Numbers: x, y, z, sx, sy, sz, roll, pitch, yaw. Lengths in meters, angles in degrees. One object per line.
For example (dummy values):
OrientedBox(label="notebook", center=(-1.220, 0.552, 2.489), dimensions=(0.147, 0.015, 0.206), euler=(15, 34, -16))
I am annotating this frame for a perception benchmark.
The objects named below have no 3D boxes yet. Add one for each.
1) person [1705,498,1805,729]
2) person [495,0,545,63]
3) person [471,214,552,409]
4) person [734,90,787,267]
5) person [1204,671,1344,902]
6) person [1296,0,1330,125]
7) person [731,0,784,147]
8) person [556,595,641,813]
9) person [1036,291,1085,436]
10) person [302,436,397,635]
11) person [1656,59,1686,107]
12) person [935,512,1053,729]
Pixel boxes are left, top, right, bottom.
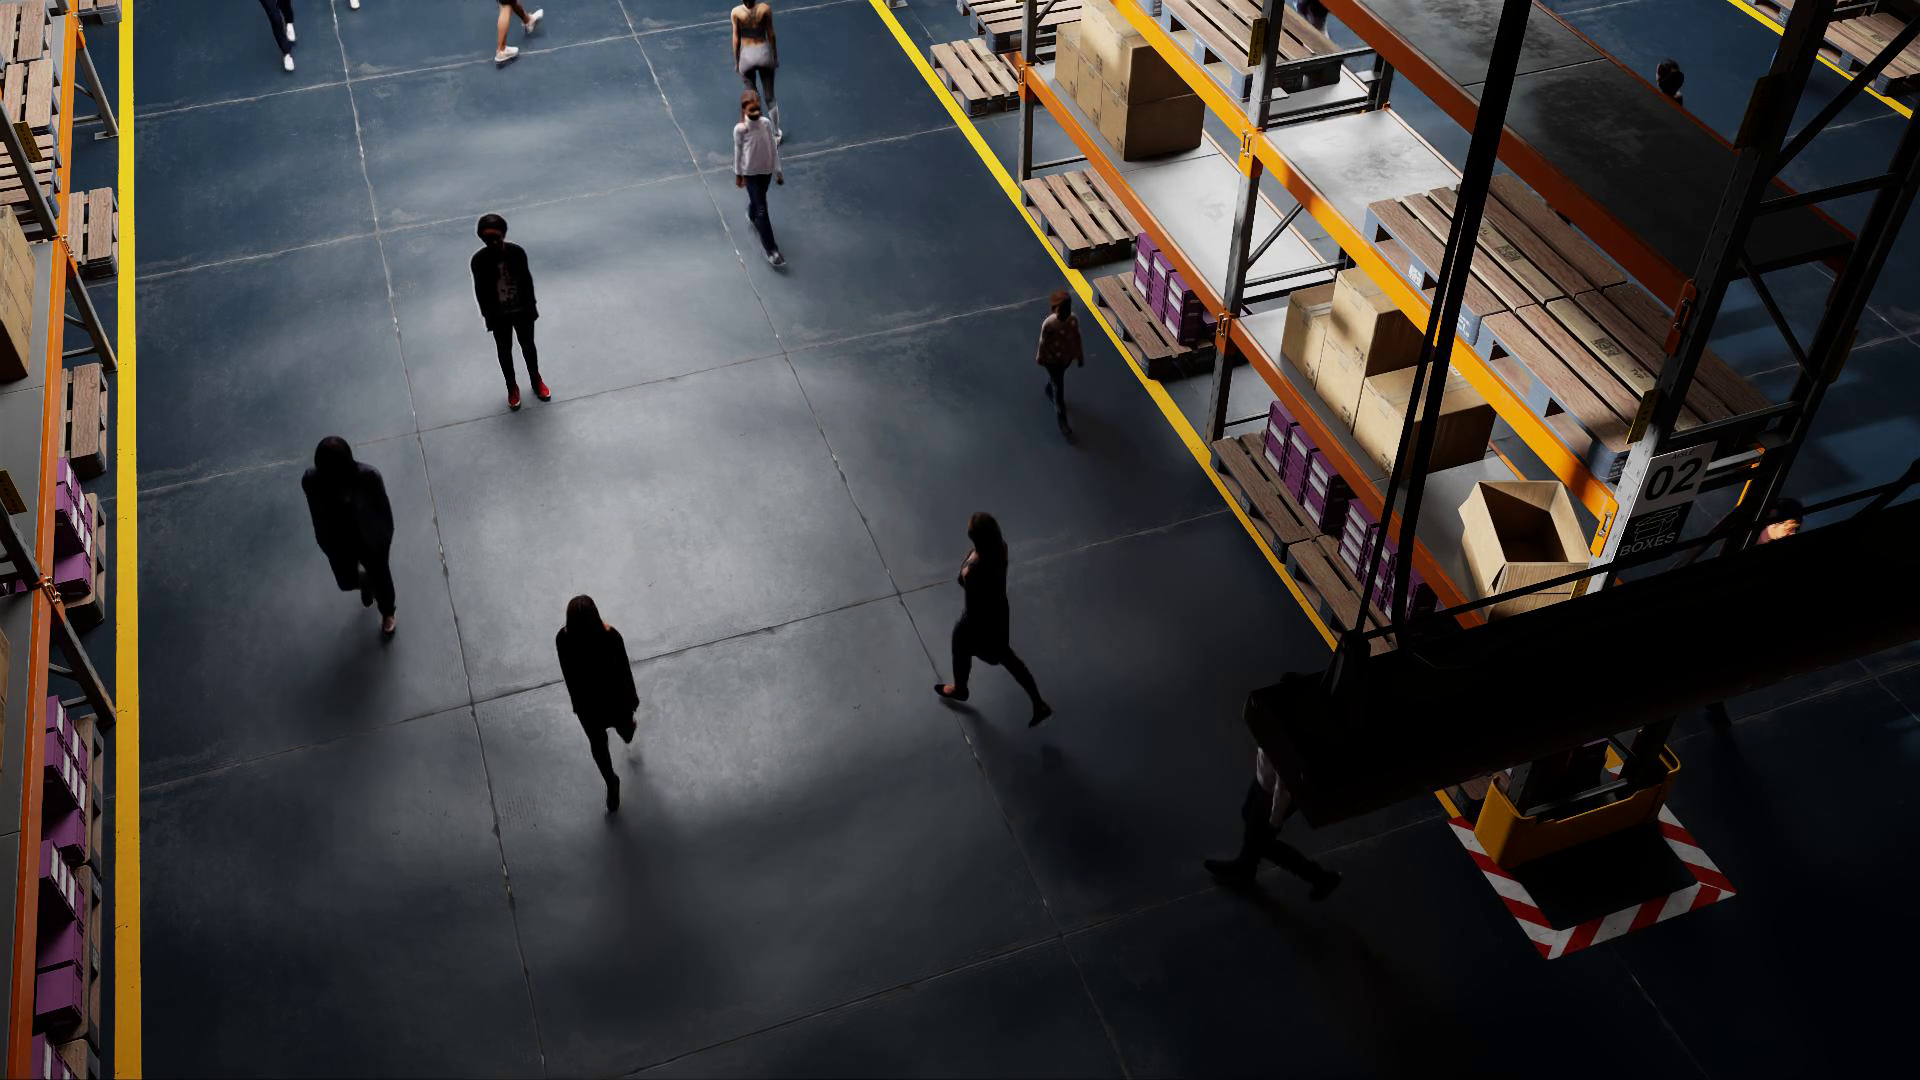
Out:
OrientedBox(label="person", center=(4.886, 0.355, 10.577), dimensions=(0.747, 1.755, 1.103), euler=(-8, 44, -8))
OrientedBox(label="person", center=(-4.724, -5.814, 17.008), dimensions=(1.219, 1.816, 1.308), euler=(16, 46, 16))
OrientedBox(label="person", center=(-3.496, -1.795, 12.892), dimensions=(0.601, 1.675, 0.537), euler=(-17, 46, -17))
OrientedBox(label="person", center=(-1.796, -3.247, 14.536), dimensions=(0.687, 1.510, 1.151), euler=(-23, 48, -22))
OrientedBox(label="person", center=(1.875, 1.428, 9.387), dimensions=(1.054, 1.843, 1.058), euler=(12, 45, 13))
OrientedBox(label="person", center=(3.412, -4.728, 15.983), dimensions=(0.762, 1.657, 1.180), euler=(-23, 48, -22))
OrientedBox(label="person", center=(-1.930, -4.520, 15.736), dimensions=(0.596, 1.697, 0.550), euler=(-8, 44, -8))
OrientedBox(label="person", center=(-2.147, 0.894, 10.078), dimensions=(0.749, 1.664, 0.947), euler=(-1, 44, -1))
OrientedBox(label="person", center=(0.754, -1.464, 12.911), dimensions=(0.505, 1.169, 0.834), euler=(-15, 46, -15))
OrientedBox(label="person", center=(-4.048, -0.073, 11.146), dimensions=(0.740, 1.589, 0.805), euler=(-7, 44, -7))
OrientedBox(label="person", center=(5.976, -3.302, 14.416), dimensions=(0.700, 1.754, 0.898), euler=(-4, 44, -5))
OrientedBox(label="person", center=(0.240, 0.541, 10.441), dimensions=(1.155, 1.673, 0.960), euler=(27, 50, 25))
